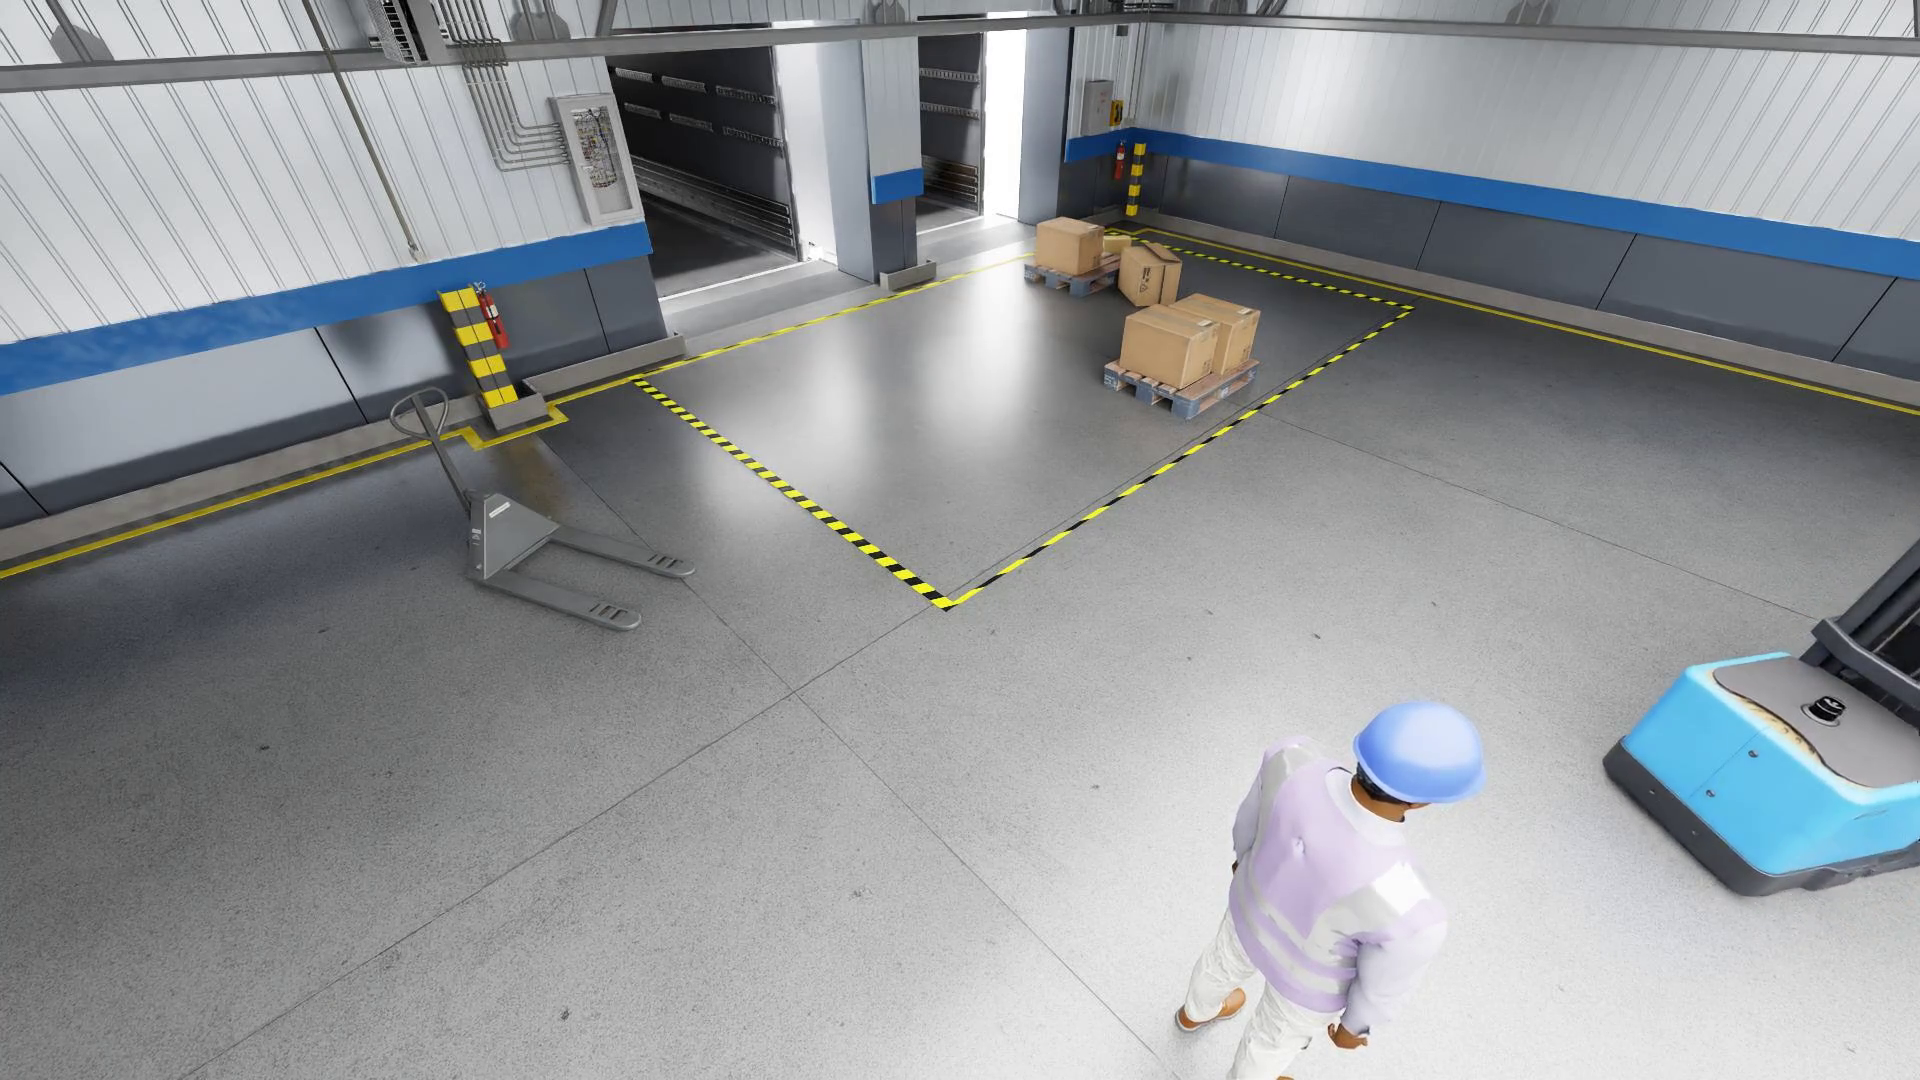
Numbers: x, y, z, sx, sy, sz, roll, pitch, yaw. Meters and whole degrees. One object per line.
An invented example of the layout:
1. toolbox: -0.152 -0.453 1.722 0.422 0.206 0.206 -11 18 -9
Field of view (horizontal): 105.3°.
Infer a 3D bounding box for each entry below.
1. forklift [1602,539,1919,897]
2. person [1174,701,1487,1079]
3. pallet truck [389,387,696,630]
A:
1. forklift: 3.747 0.530 2.933 0.776 2.013 0.716 -6 38 -8
2. person: 1.021 1.161 2.191 0.403 1.946 0.609 -10 39 -12
3. pallet truck: -2.613 -0.247 4.593 1.601 1.201 0.680 14 40 17
